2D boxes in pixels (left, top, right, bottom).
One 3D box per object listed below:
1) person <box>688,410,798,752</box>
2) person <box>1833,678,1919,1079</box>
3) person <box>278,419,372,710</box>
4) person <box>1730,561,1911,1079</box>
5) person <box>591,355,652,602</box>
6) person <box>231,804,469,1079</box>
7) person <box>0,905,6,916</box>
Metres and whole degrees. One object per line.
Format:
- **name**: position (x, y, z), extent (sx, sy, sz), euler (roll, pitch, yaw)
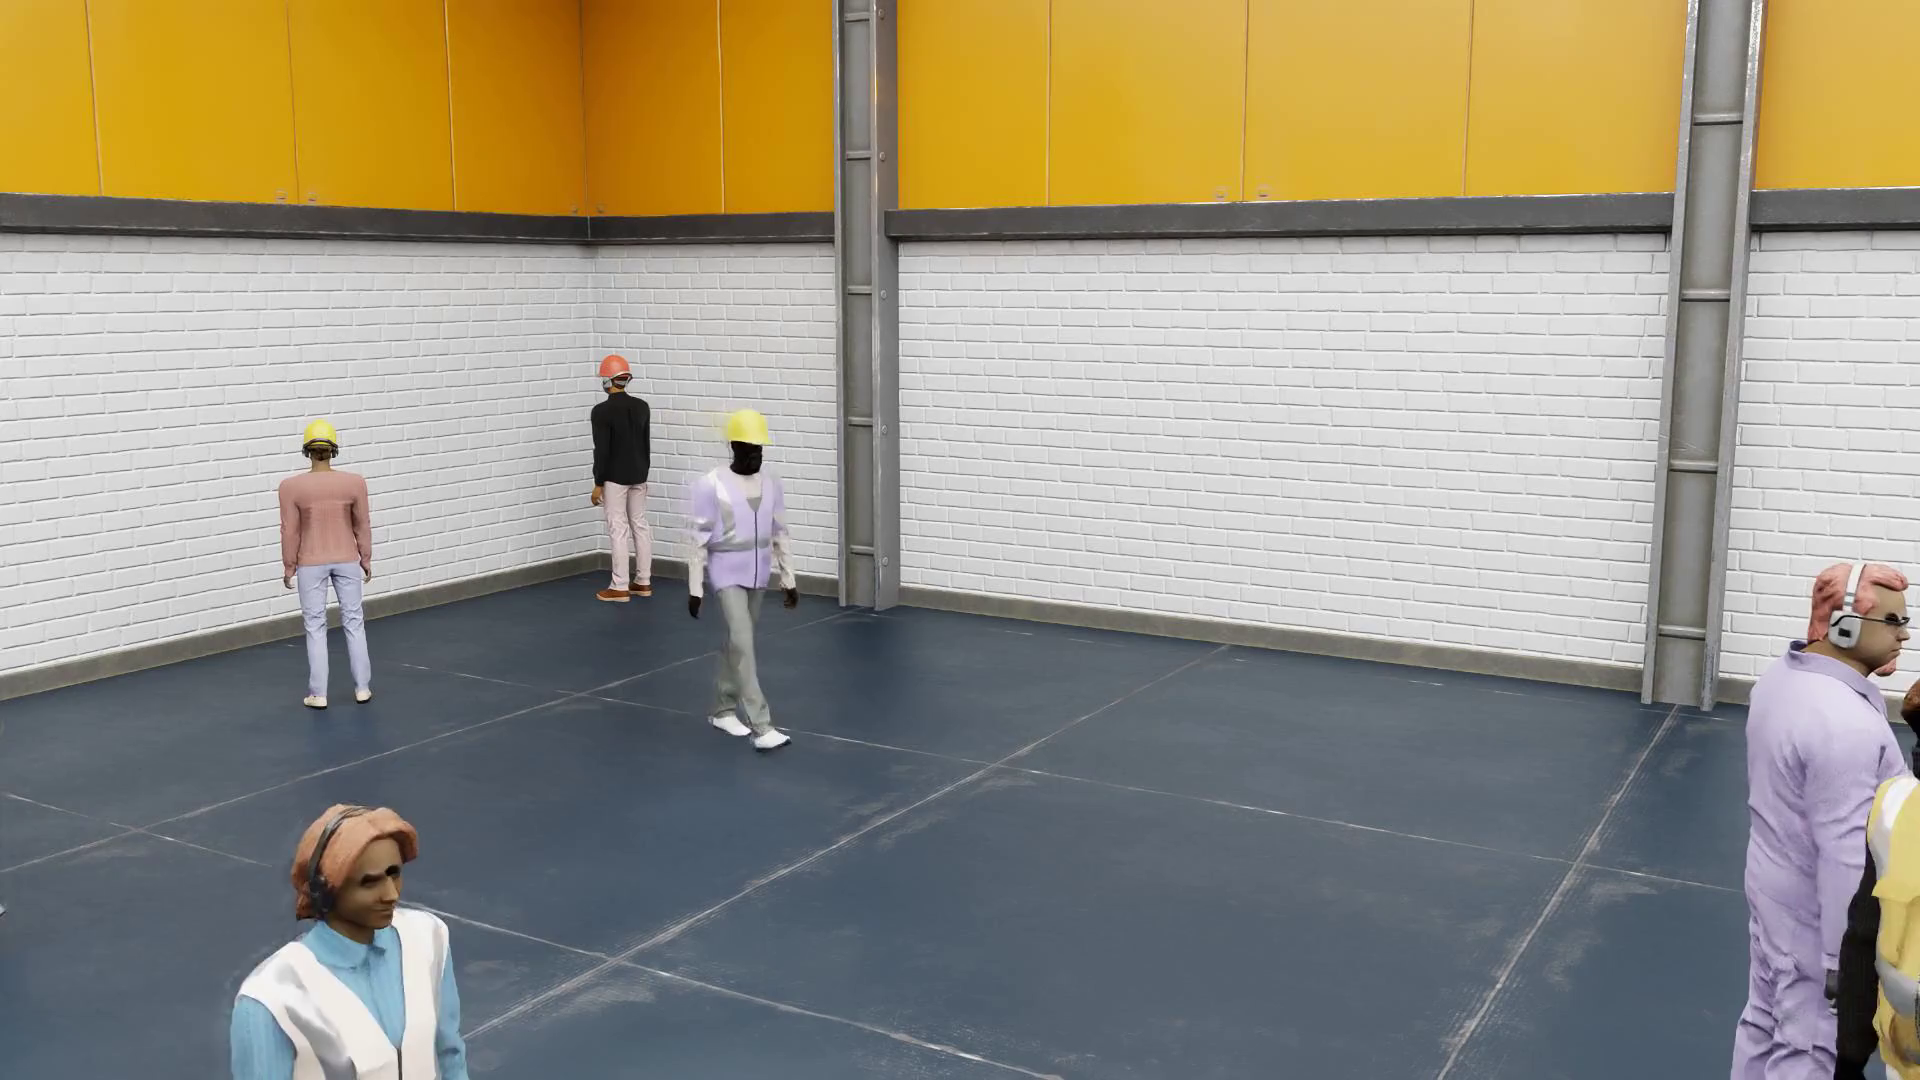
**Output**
- **person**: position (-1.150, 0.227, 9.272), extent (0.922, 1.887, 0.623), euler (8, 12, 41)
- **person**: position (2.193, 1.170, 3.613), extent (0.477, 1.820, 0.649), euler (-4, 10, -21)
- **person**: position (-3.866, 0.147, 10.158), extent (0.533, 1.767, 0.326), euler (-6, 11, -32)
- **person**: position (2.307, 0.996, 4.432), extent (0.403, 1.904, 0.652), euler (2, 9, 11)
- **person**: position (-2.753, -0.498, 13.470), extent (0.389, 1.996, 0.612), euler (6, 11, 34)
- **person**: position (-1.185, 1.311, 3.304), extent (0.388, 1.623, 0.536), euler (4, 10, 26)
- **person**: position (-4.185, 0.669, 6.487), extent (0.959, 1.908, 0.640), euler (2, 9, 10)
